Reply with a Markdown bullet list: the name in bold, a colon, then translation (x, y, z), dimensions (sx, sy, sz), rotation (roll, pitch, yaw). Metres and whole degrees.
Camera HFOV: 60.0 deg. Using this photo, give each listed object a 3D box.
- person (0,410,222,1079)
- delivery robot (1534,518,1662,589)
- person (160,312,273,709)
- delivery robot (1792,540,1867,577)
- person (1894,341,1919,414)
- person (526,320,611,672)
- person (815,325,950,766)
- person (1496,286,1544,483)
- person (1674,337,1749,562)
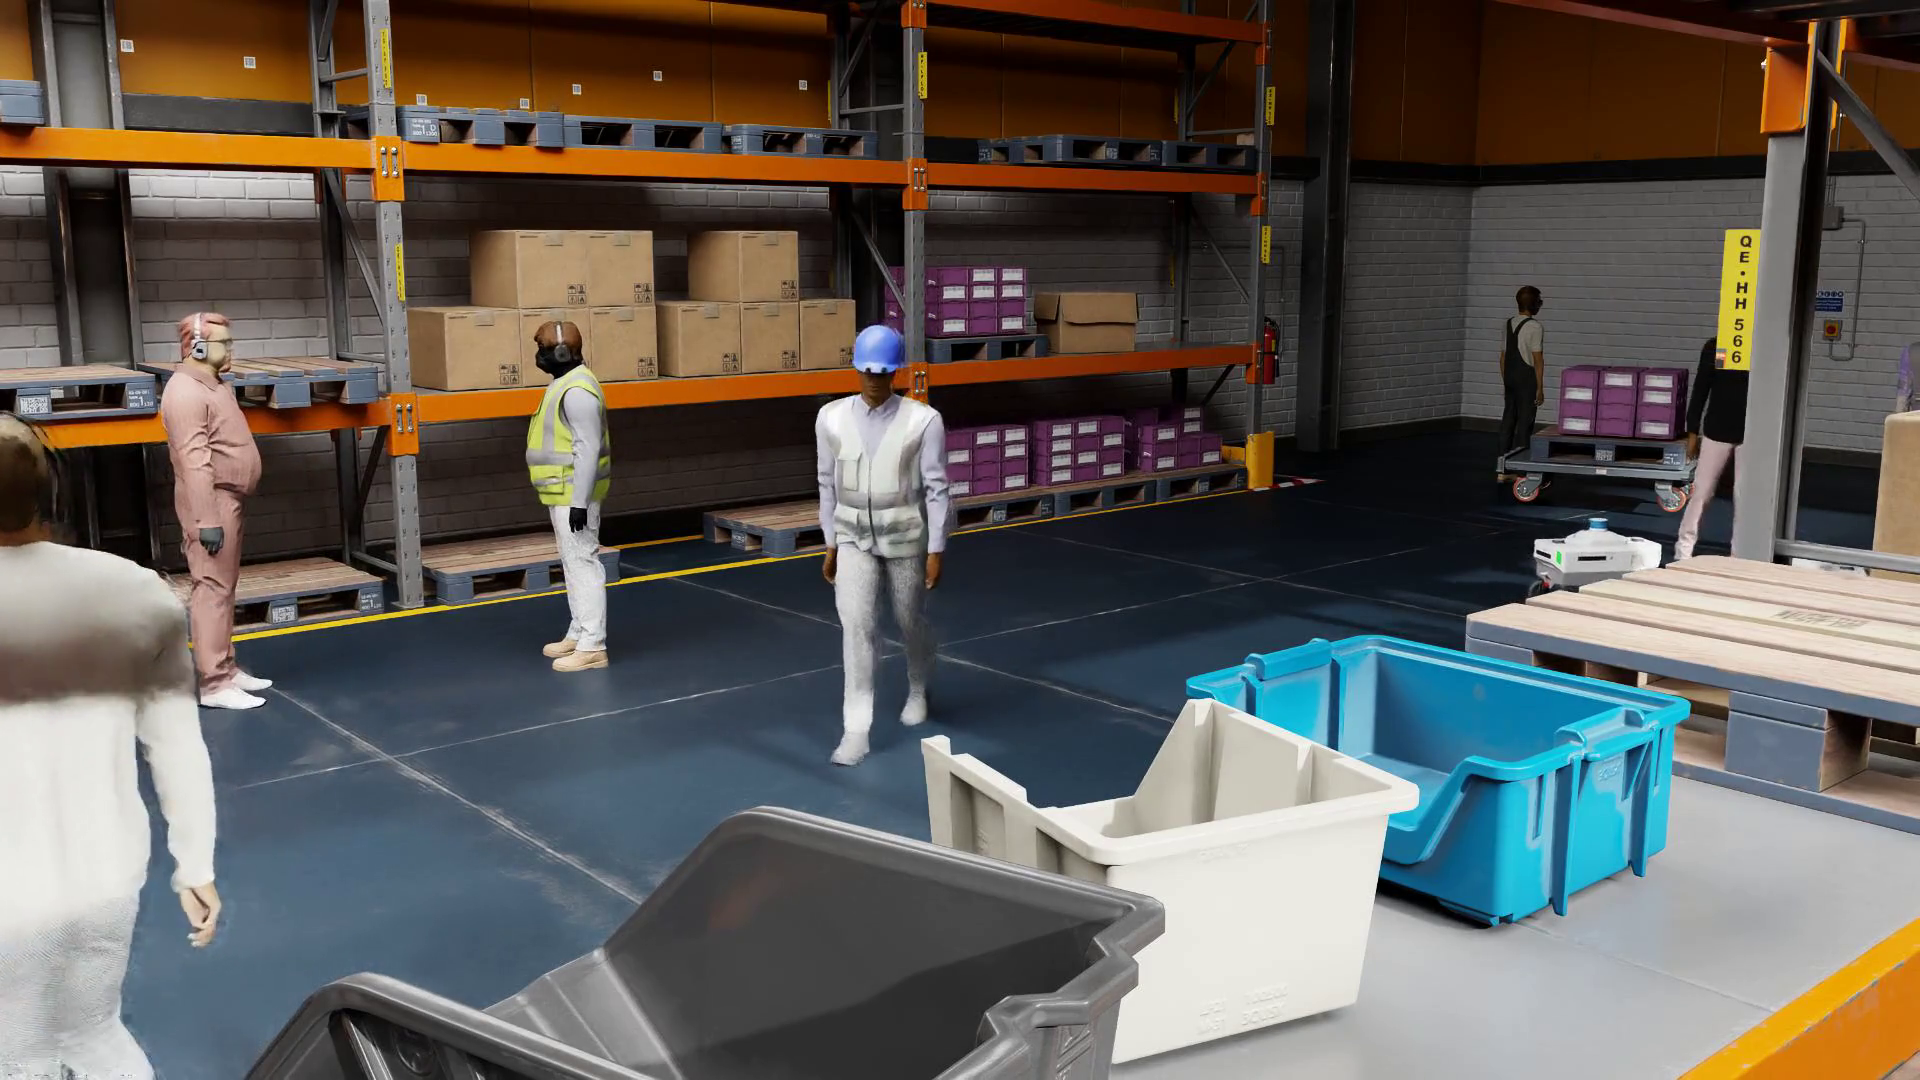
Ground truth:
- **person**: translation (-1.827, 0.704, 3.282), dimensions (0.432, 1.921, 0.650), rotation (7, 12, 33)
- **delivery robot**: translation (3.890, 0.109, 10.169), dimensions (0.707, 0.478, 0.477), rotation (-2, 10, -8)
- **person**: translation (-3.591, -0.143, 8.060), dimensions (0.411, 1.910, 0.643), rotation (-3, 11, -16)
- **delivery robot**: translation (4.719, 0.245, 9.407), dimensions (0.707, 0.478, 0.477), rotation (4, 11, 22)
- **person**: translation (6.602, -0.707, 11.168), dimensions (0.594, 1.924, 0.381), rotation (8, 13, 37)
- **person**: translation (-2.058, -0.234, 8.764), dimensions (0.429, 1.839, 0.634), rotation (-4, 11, -20)
- **person**: translation (-0.327, -0.018, 7.436), dimensions (0.612, 1.895, 0.980), rotation (2, 10, 12)
- **person**: translation (5.213, -1.422, 15.401), dimensions (0.345, 1.846, 0.506), rotation (-5, 11, -25)
- **person**: translation (5.152, -0.686, 11.027), dimensions (0.652, 1.941, 0.401), rotation (4, 11, 20)
